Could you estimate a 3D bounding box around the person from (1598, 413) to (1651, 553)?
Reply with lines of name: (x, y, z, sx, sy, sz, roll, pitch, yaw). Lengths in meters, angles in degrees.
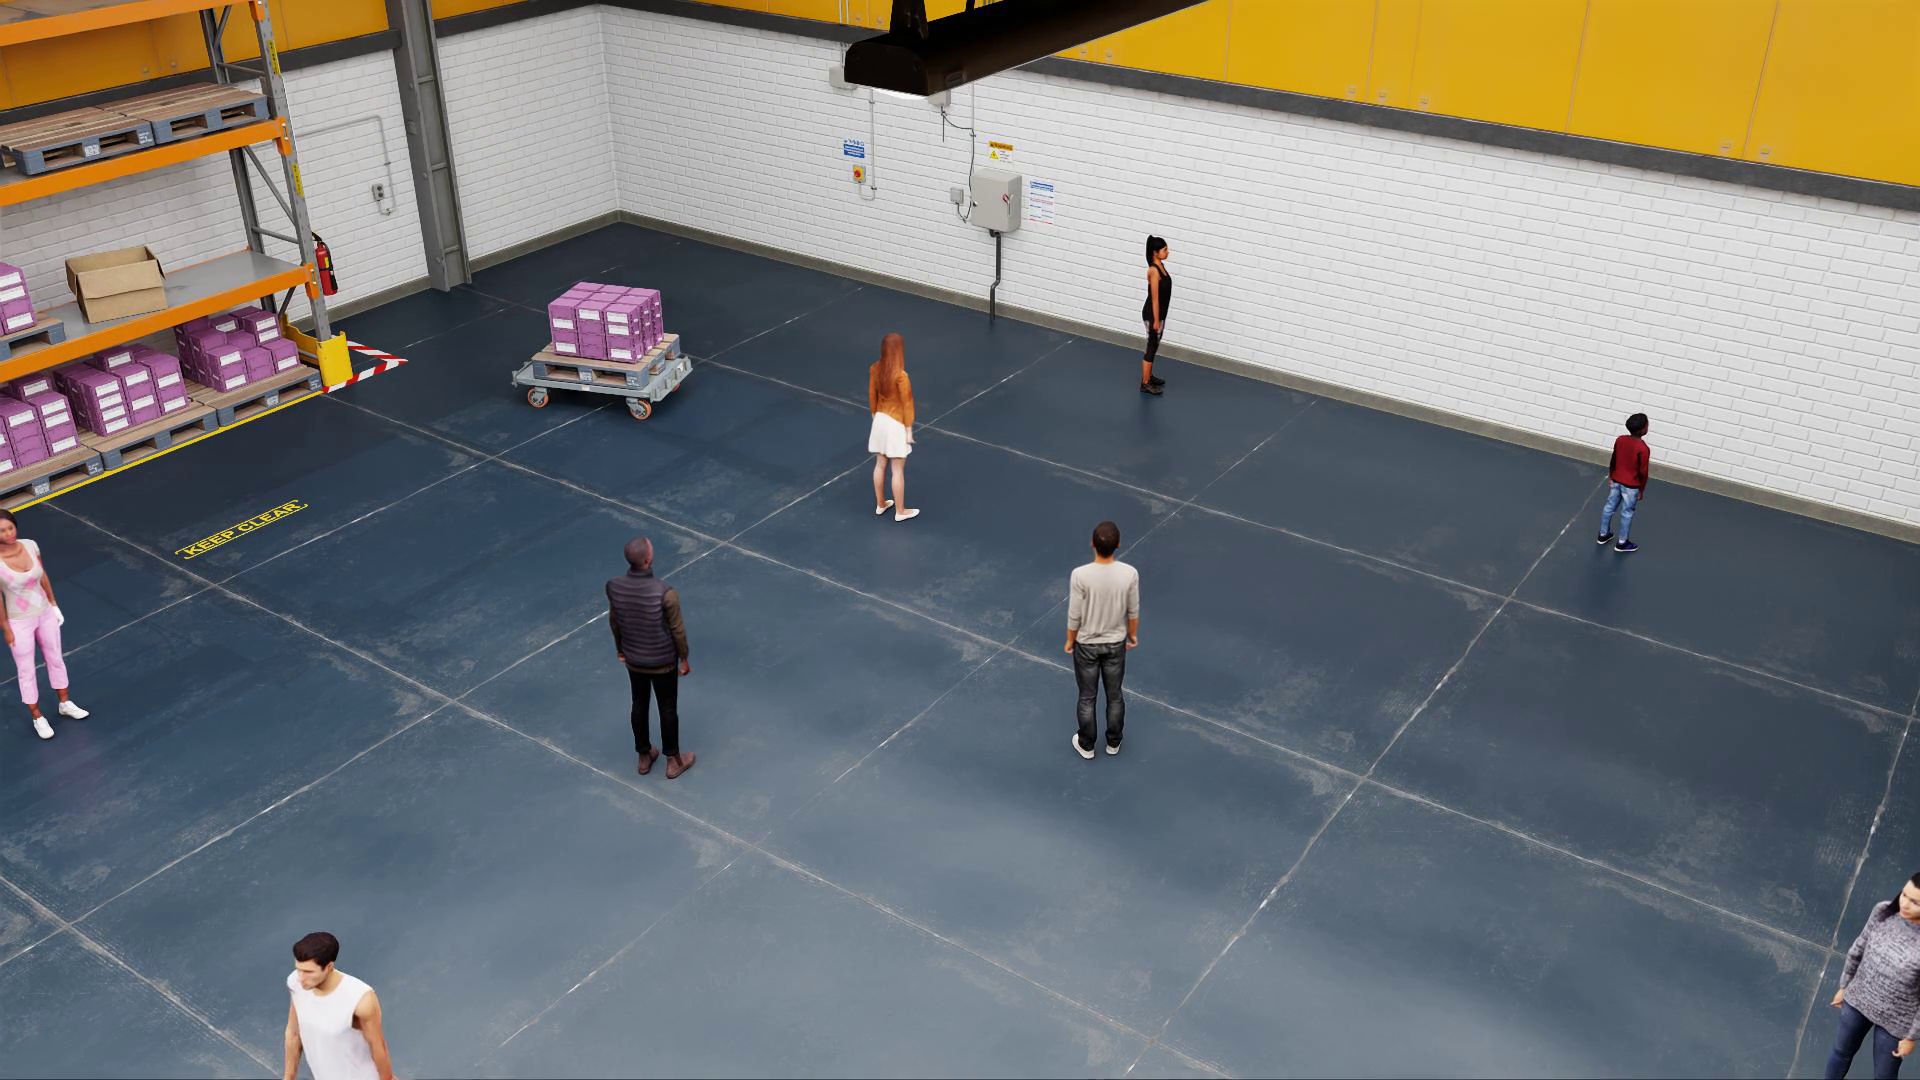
person: (5.706, -0.510, 14.234, 0.587, 1.256, 0.573, -16, 33, -28)

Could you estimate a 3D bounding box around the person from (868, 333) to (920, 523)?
person: (-0.611, -0.999, 14.643, 0.618, 1.722, 0.584, 22, 36, 35)

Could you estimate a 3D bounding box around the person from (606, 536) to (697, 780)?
person: (-2.096, 0.791, 11.242, 0.760, 1.836, 0.690, 8, 30, 15)

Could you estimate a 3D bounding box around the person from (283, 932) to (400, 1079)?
person: (-2.915, 2.547, 8.121, 0.684, 1.742, 1.081, 16, 32, 27)

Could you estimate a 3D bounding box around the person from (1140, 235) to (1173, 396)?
person: (2.013, -2.340, 17.164, 0.714, 1.662, 0.577, 5, 29, 9)

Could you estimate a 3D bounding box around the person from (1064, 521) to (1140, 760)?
person: (0.974, 0.692, 11.449, 0.727, 1.811, 0.778, -4, 29, -7)

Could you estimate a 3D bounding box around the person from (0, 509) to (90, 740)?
person: (-6.576, 0.565, 11.757, 0.636, 1.740, 0.457, 16, 33, 27)

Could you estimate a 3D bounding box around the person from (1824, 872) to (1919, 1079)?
person: (4.695, 2.373, 8.450, 0.680, 1.733, 0.686, -14, 31, -24)
